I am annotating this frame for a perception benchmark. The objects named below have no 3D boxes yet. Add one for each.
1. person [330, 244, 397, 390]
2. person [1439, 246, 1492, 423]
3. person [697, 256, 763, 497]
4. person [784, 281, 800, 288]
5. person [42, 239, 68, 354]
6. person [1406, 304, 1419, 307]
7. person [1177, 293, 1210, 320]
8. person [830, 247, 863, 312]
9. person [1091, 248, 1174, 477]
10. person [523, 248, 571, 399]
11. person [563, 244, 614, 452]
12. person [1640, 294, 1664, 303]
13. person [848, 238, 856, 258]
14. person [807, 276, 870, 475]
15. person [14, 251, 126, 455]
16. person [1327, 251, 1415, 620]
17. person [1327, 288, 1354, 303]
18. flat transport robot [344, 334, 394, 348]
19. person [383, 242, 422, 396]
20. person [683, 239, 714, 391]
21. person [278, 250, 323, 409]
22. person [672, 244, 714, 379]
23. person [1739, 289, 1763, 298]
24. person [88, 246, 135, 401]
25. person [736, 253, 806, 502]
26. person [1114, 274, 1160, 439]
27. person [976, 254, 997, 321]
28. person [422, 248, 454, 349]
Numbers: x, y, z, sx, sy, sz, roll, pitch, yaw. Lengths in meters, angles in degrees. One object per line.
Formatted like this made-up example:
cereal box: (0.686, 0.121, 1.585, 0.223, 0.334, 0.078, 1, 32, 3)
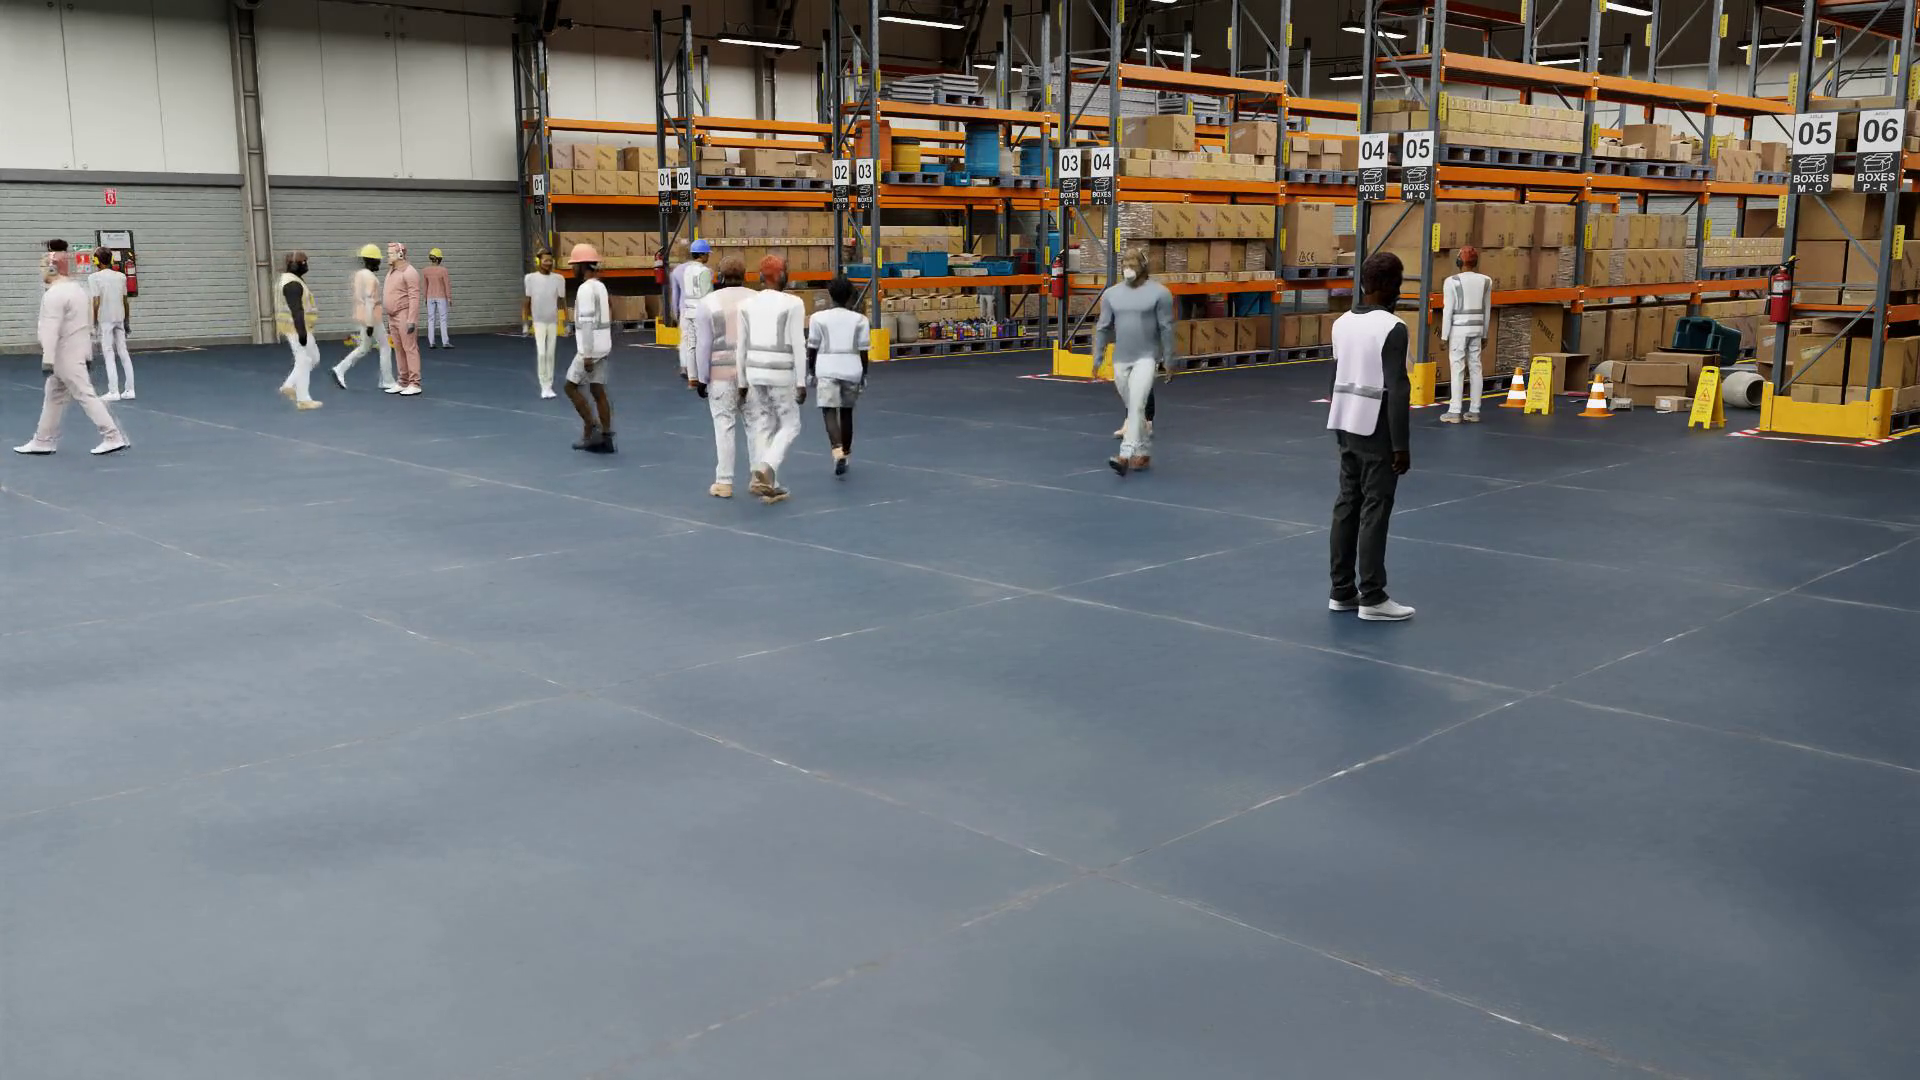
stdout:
person: (-7.730, -2.889, 21.595, 0.854, 1.893, 0.585, -8, 13, -36)
person: (5.430, -2.209, 17.907, 0.575, 1.883, 0.362, -3, 11, -15)
person: (-1.743, -1.264, 12.866, 0.633, 1.841, 0.429, -6, 12, -29)
person: (-3.664, -5.502, 36.064, 0.461, 1.811, 0.588, -8, 13, -39)
person: (-13.796, -3.636, 25.520, 0.423, 1.938, 0.640, -10, 14, -44)
person: (7.272, -3.670, 26.110, 0.889, 1.797, 0.602, -8, 13, -37)
person: (4.394, -4.728, 31.323, 0.705, 2.000, 0.537, 5, 12, 27)
person: (-1.887, -4.133, 28.644, 0.508, 1.808, 0.970, 10, 14, 43)
person: (1.416, -1.484, 13.936, 0.658, 1.882, 1.019, 6, 12, 29)
person: (-5.055, -2.647, 20.429, 0.538, 1.830, 0.846, -5, 12, -27)
person: (-3.460, -1.767, 15.387, 0.509, 1.916, 0.571, 1, 10, 6)
person: (13.108, -4.652, 31.440, 0.879, 1.812, 0.634, -2, 11, -13)
person: (-2.296, -5.445, 35.402, 0.379, 1.937, 0.548, -4, 11, -19)
person: (-1.009, -1.396, 14.057, 0.527, 1.668, 0.800, -3, 11, -15)
person: (-8.193, -1.702, 15.225, 0.980, 1.860, 0.659, -2, 11, -12)
person: (2.155, -0.548, 8.760, 0.392, 1.916, 0.592, -4, 11, -22)
person: (7.015, -4.556, 30.427, 0.615, 2.000, 1.036, 9, 14, 41)
flat transport robot: (-10.478, -3.596, 29.983, 0.652, 0.197, 1.431, -10, 14, -44)
person: (-7.071, -2.792, 21.015, 0.406, 1.911, 0.638, -10, 15, -44)
person: (-3.378, -2.920, 21.603, 0.401, 1.949, 0.605, -7, 13, -35)
person: (-7.658, -2.436, 19.293, 0.444, 1.824, 0.647, -4, 11, -20)
person: (-3.766, -3.231, 23.485, 0.638, 1.895, 1.043, 1, 10, 6)
person: (15.163, -4.814, 31.860, 0.612, 1.966, 0.627, -6, 12, -30)
person: (-10.374, -2.640, 20.303, 0.312, 1.864, 0.532, 5, 12, 26)
person: (-1.433, -1.197, 12.423, 0.598, 1.869, 0.510, 4, 11, 22)
person: (1.757, -1.836, 16.399, 0.569, 1.691, 0.323, 9, 14, 42)
person: (0.519, -4.799, 32.743, 0.319, 1.624, 0.519, -10, 14, -44)
person: (-9.276, -4.285, 29.544, 0.534, 1.767, 0.320, 2, 11, 10)
